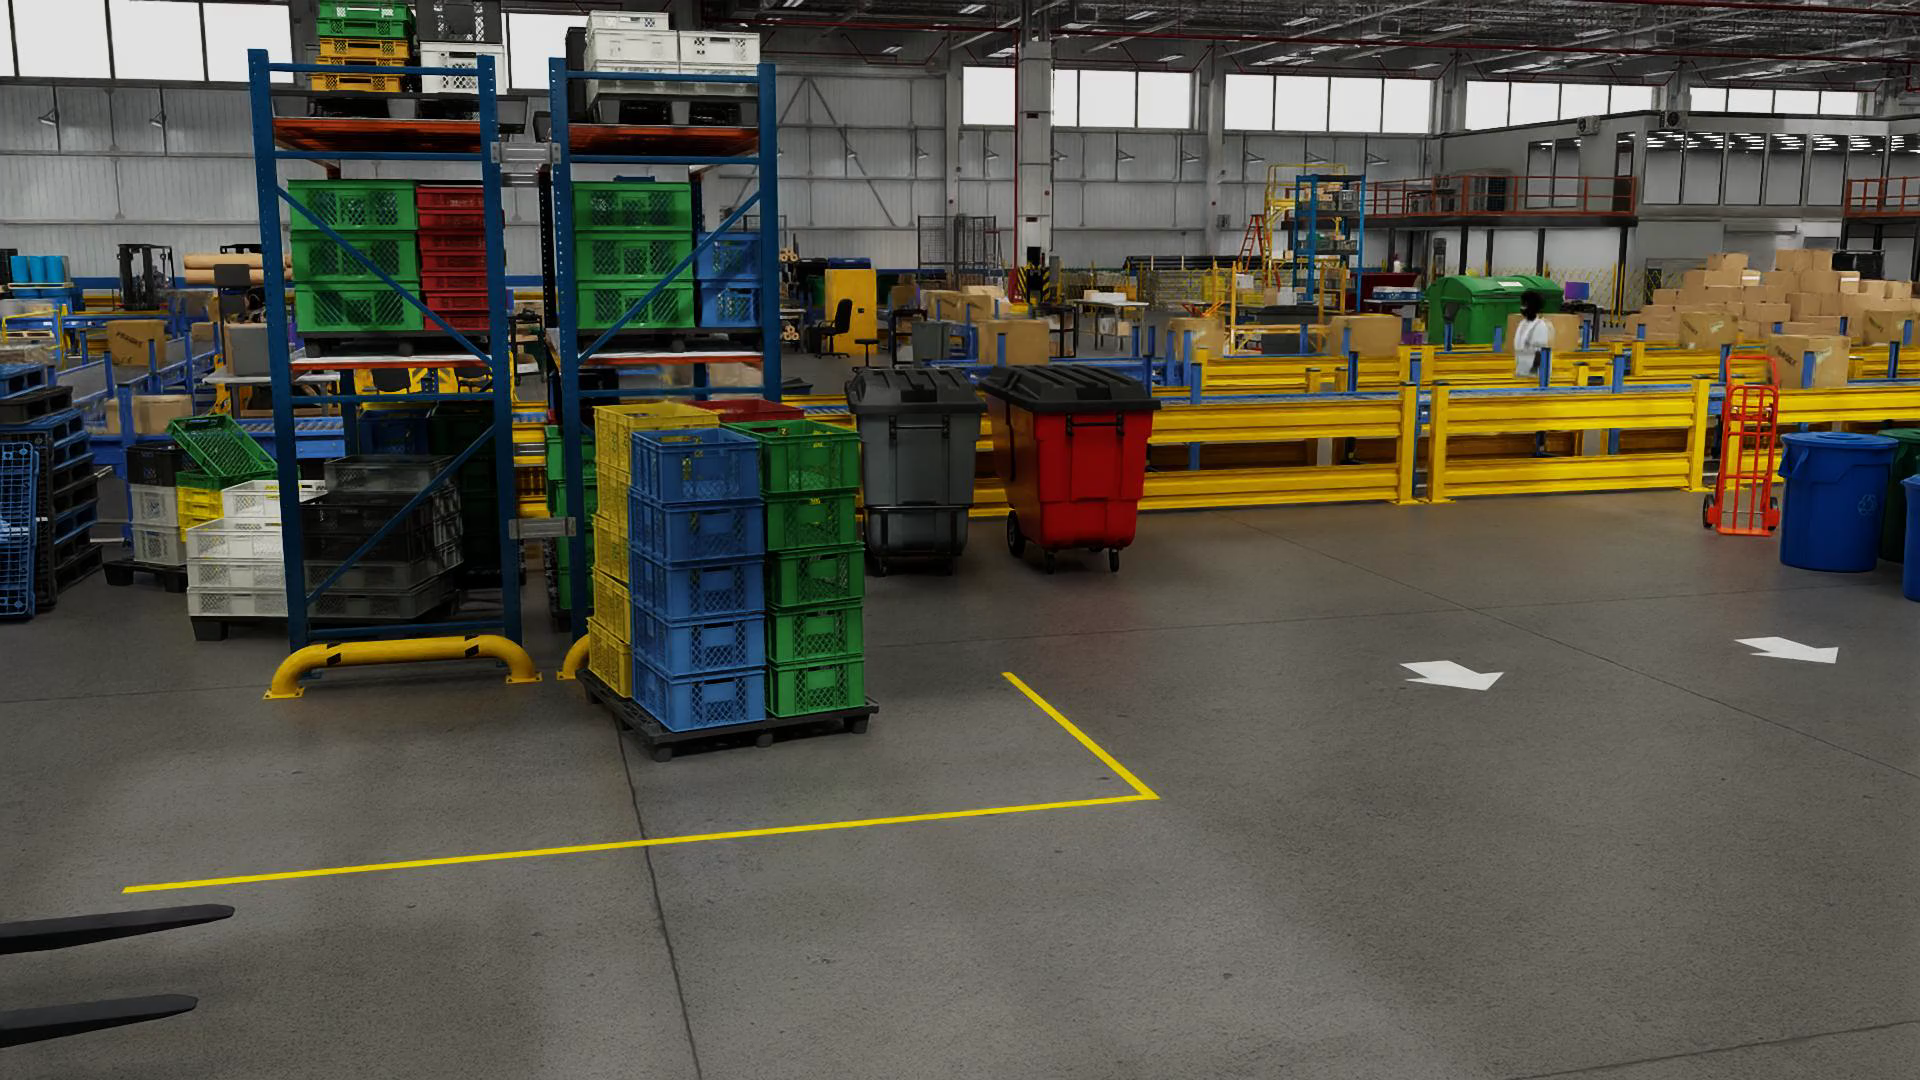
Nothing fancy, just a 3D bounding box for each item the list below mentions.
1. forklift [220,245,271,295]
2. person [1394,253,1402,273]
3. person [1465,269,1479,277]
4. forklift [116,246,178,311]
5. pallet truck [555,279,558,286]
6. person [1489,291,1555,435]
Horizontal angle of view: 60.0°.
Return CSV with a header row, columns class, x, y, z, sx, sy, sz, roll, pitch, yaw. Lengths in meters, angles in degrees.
class,x,y,z,sx,sy,sz,roll,pitch,yaw
forklift,-17.749,-6.334,41.440,1.157,1.987,2.680,-3,10,-17
person,16.231,-9.766,62.096,0.606,1.874,0.551,-3,10,-14
person,8.724,-3.720,28.261,0.550,1.727,0.758,5,11,25
forklift,-19.966,-6.232,40.894,1.157,1.987,2.680,-3,10,-15
pallet truck,-10.604,-6.375,44.520,0.653,1.274,1.630,-3,10,-15
person,5.925,-1.775,17.462,0.858,1.642,0.549,-2,10,-11
